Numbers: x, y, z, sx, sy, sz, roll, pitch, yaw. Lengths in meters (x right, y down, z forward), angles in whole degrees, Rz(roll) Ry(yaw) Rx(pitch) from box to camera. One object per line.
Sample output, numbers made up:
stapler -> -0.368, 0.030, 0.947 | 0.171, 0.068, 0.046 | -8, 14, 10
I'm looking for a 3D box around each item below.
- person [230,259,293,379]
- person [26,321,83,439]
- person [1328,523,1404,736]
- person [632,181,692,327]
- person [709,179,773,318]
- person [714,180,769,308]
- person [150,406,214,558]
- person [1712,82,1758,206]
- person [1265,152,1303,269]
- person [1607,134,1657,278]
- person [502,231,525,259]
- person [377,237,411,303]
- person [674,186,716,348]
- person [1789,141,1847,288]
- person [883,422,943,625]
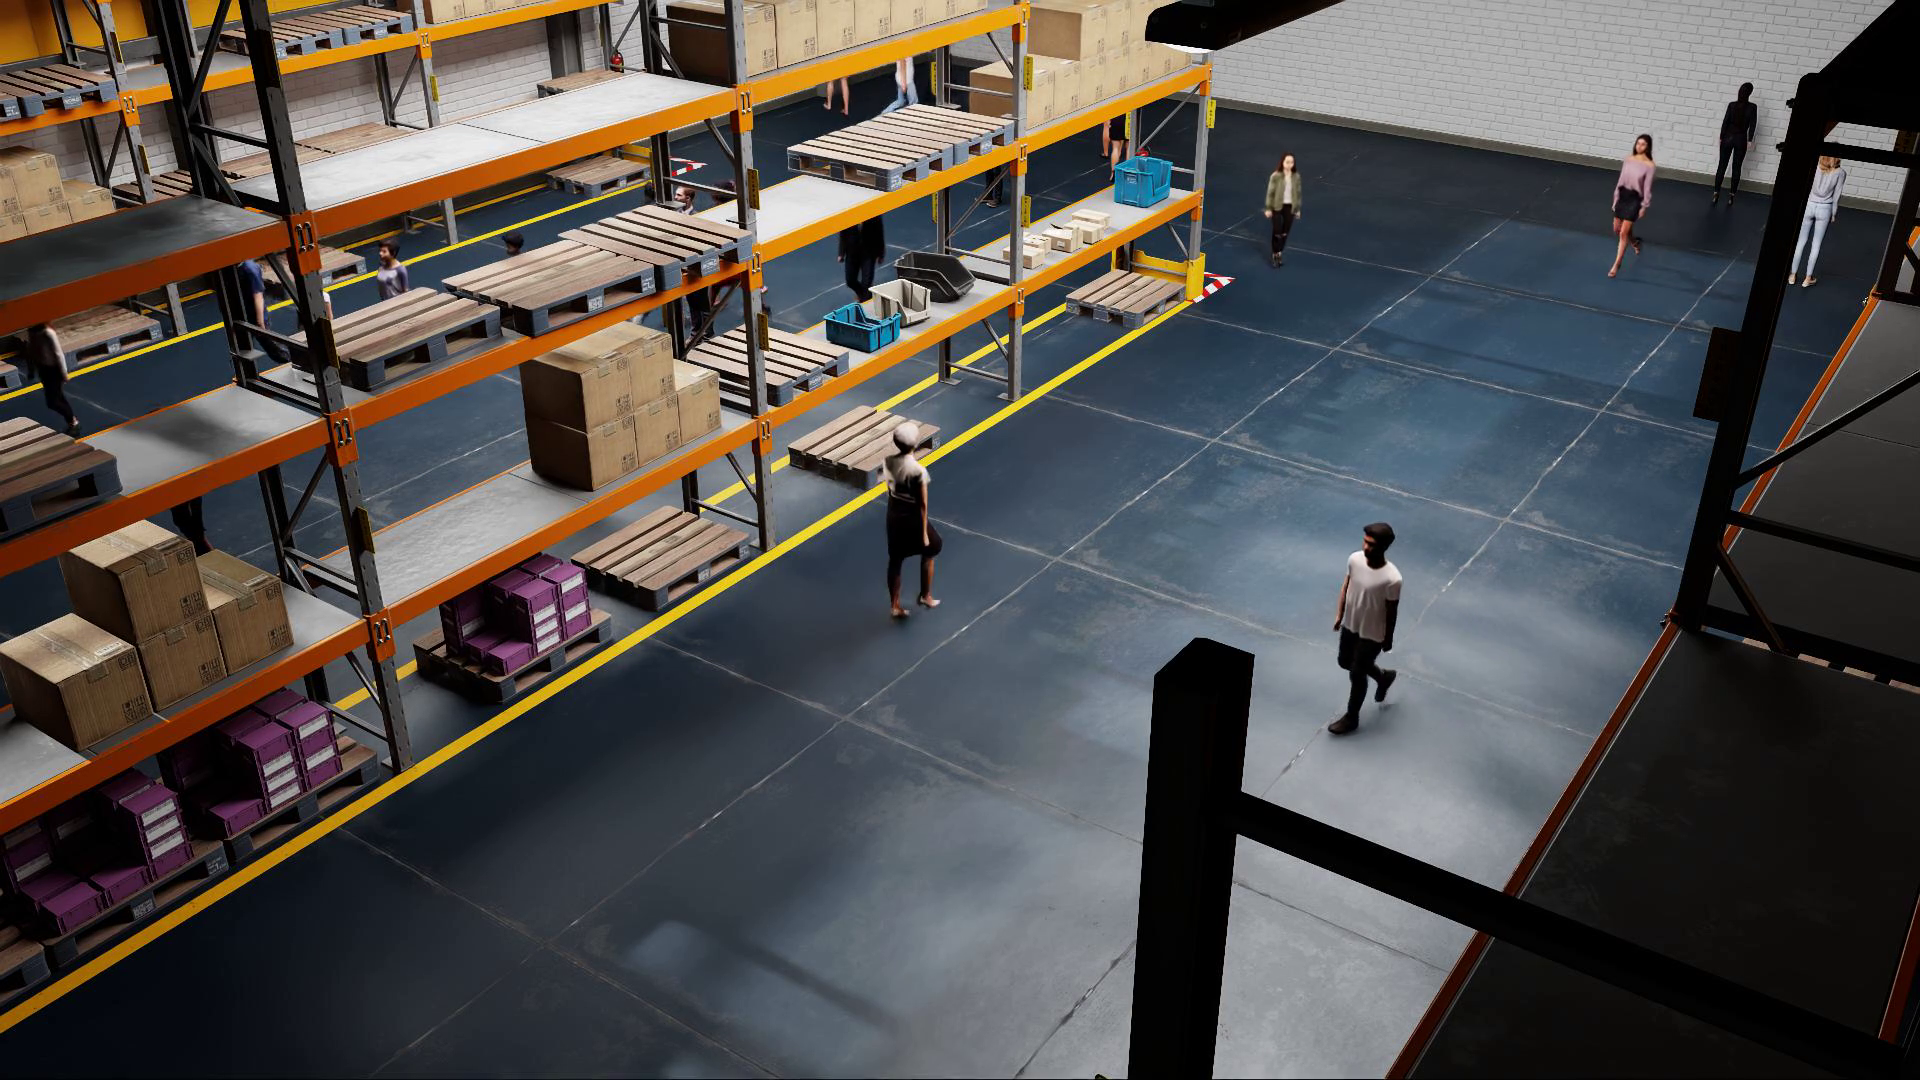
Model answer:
person -> -7.281, -2.311, 17.340 | 0.665, 1.809, 1.195 | 18, 34, 30
person -> -9.008, -1.710, 16.589 | 0.535, 1.474, 0.492 | 18, 33, 29
person -> 3.007, 0.603, 12.105 | 1.014, 1.706, 0.857 | -16, 32, -26
person -> -3.527, -3.199, 19.043 | 1.151, 1.737, 0.786 | -23, 36, -36
person -> -2.566, -3.284, 19.246 | 1.113, 1.692, 1.093 | -3, 29, -6
person -> -2.789, -3.499, 19.822 | 1.096, 1.517, 0.689 | -25, 37, -38
person -> -6.446, -0.334, 13.823 | 0.590, 1.706, 0.638 | -21, 35, -33
person -> 10.936, -5.605, 23.481 | 0.611, 1.711, 0.529 | 13, 31, 22
person -> 4.103, -4.239, 21.230 | 0.734, 1.470, 0.790 | -3, 29, -6
person -> 8.420, -4.193, 20.804 | 1.006, 1.797, 0.800 | -20, 35, -32
person -> -4.998, -2.938, 19.090 | 0.831, 1.234, 0.701 | -13, 31, -22
person -> -6.065, -2.558, 18.067 | 0.551, 1.547, 0.848 | 18, 33, 29
person -> -2.977, -3.046, 18.553 | 0.648, 1.938, 0.717 | -22, 35, -34
person -> 10.564, -4.031, 20.509 | 0.594, 1.795, 0.503 | 21, 35, 33
person -> -0.480, -0.087, 13.337 | 0.667, 1.738, 0.745 | 21, 35, 33
